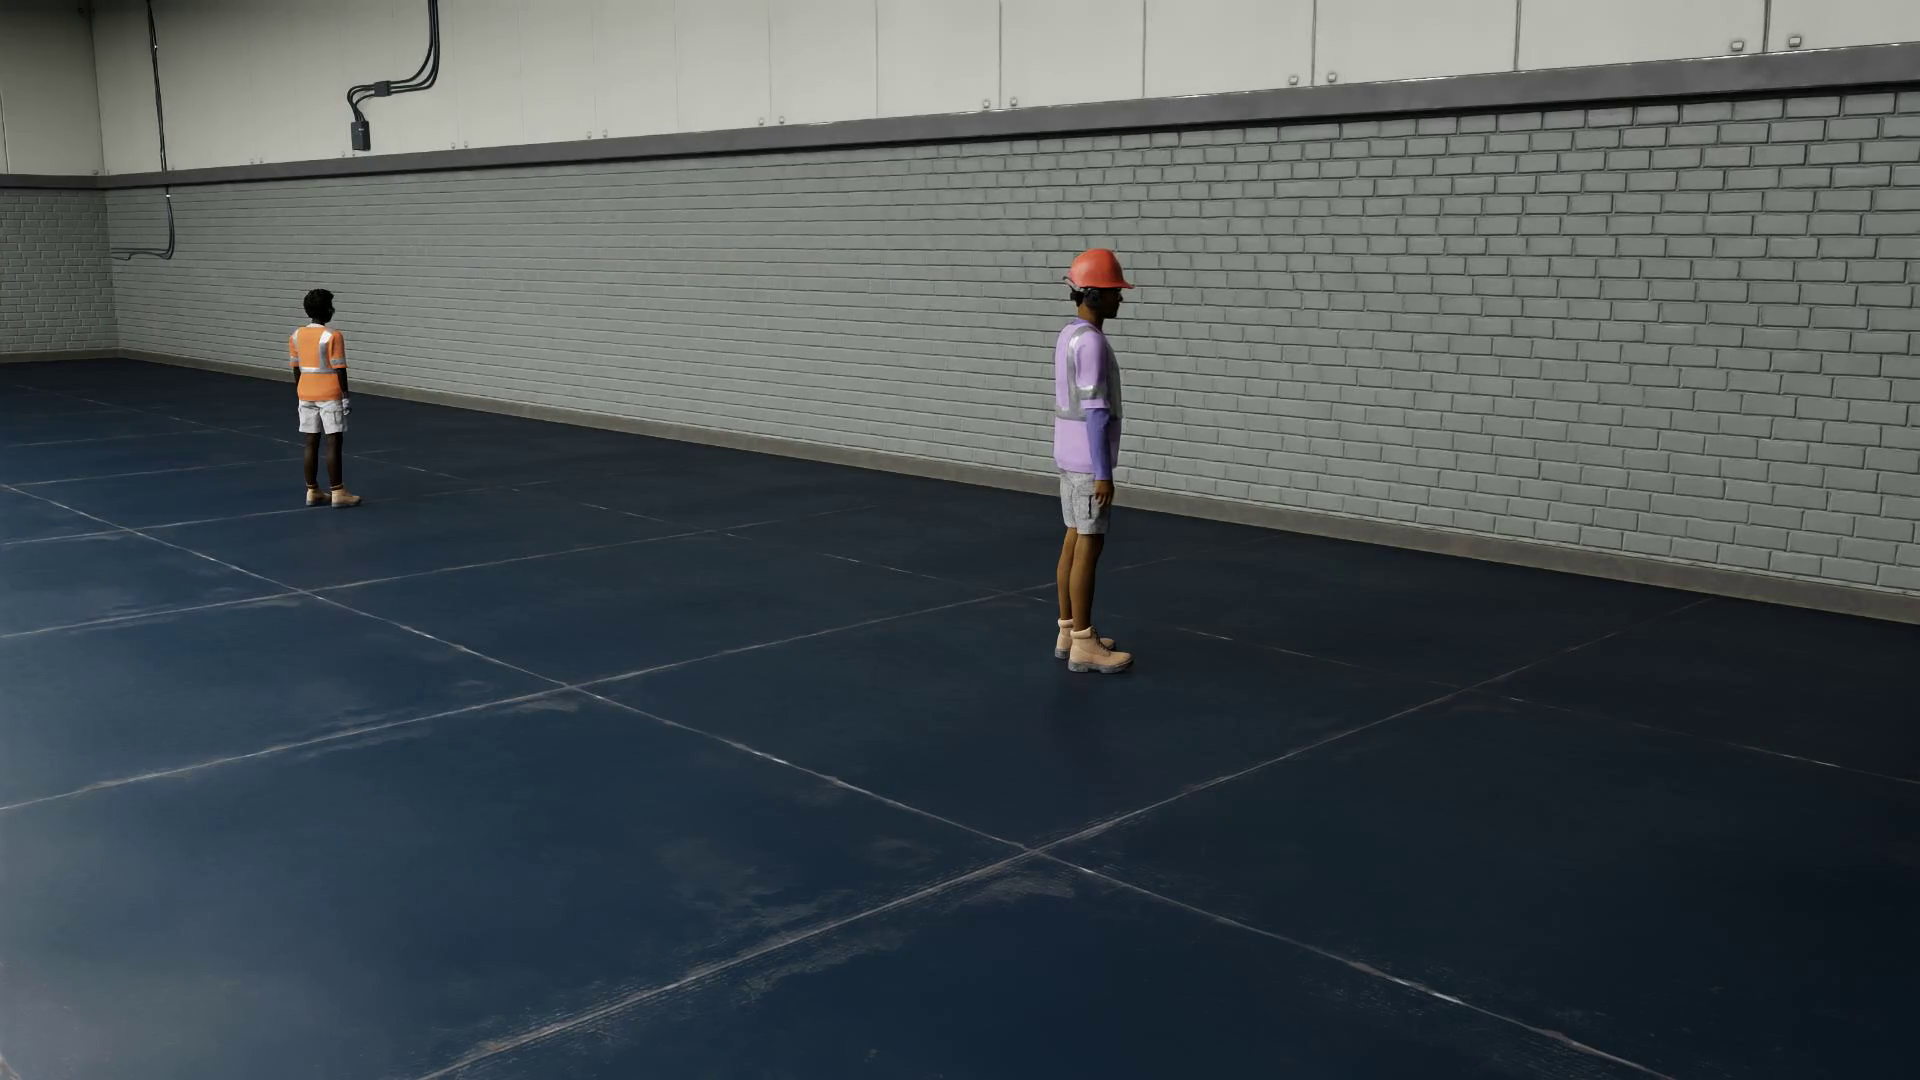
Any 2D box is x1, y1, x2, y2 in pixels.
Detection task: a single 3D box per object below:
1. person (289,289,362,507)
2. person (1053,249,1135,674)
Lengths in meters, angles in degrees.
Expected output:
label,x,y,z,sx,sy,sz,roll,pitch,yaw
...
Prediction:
label,x,y,z,sx,sy,sz,roll,pitch,yaw
person,-4.983,-1.112,13.029,0.540,1.695,0.317,5,11,25
person,0.652,-0.390,8.150,0.375,2.044,0.607,-2,11,-8
